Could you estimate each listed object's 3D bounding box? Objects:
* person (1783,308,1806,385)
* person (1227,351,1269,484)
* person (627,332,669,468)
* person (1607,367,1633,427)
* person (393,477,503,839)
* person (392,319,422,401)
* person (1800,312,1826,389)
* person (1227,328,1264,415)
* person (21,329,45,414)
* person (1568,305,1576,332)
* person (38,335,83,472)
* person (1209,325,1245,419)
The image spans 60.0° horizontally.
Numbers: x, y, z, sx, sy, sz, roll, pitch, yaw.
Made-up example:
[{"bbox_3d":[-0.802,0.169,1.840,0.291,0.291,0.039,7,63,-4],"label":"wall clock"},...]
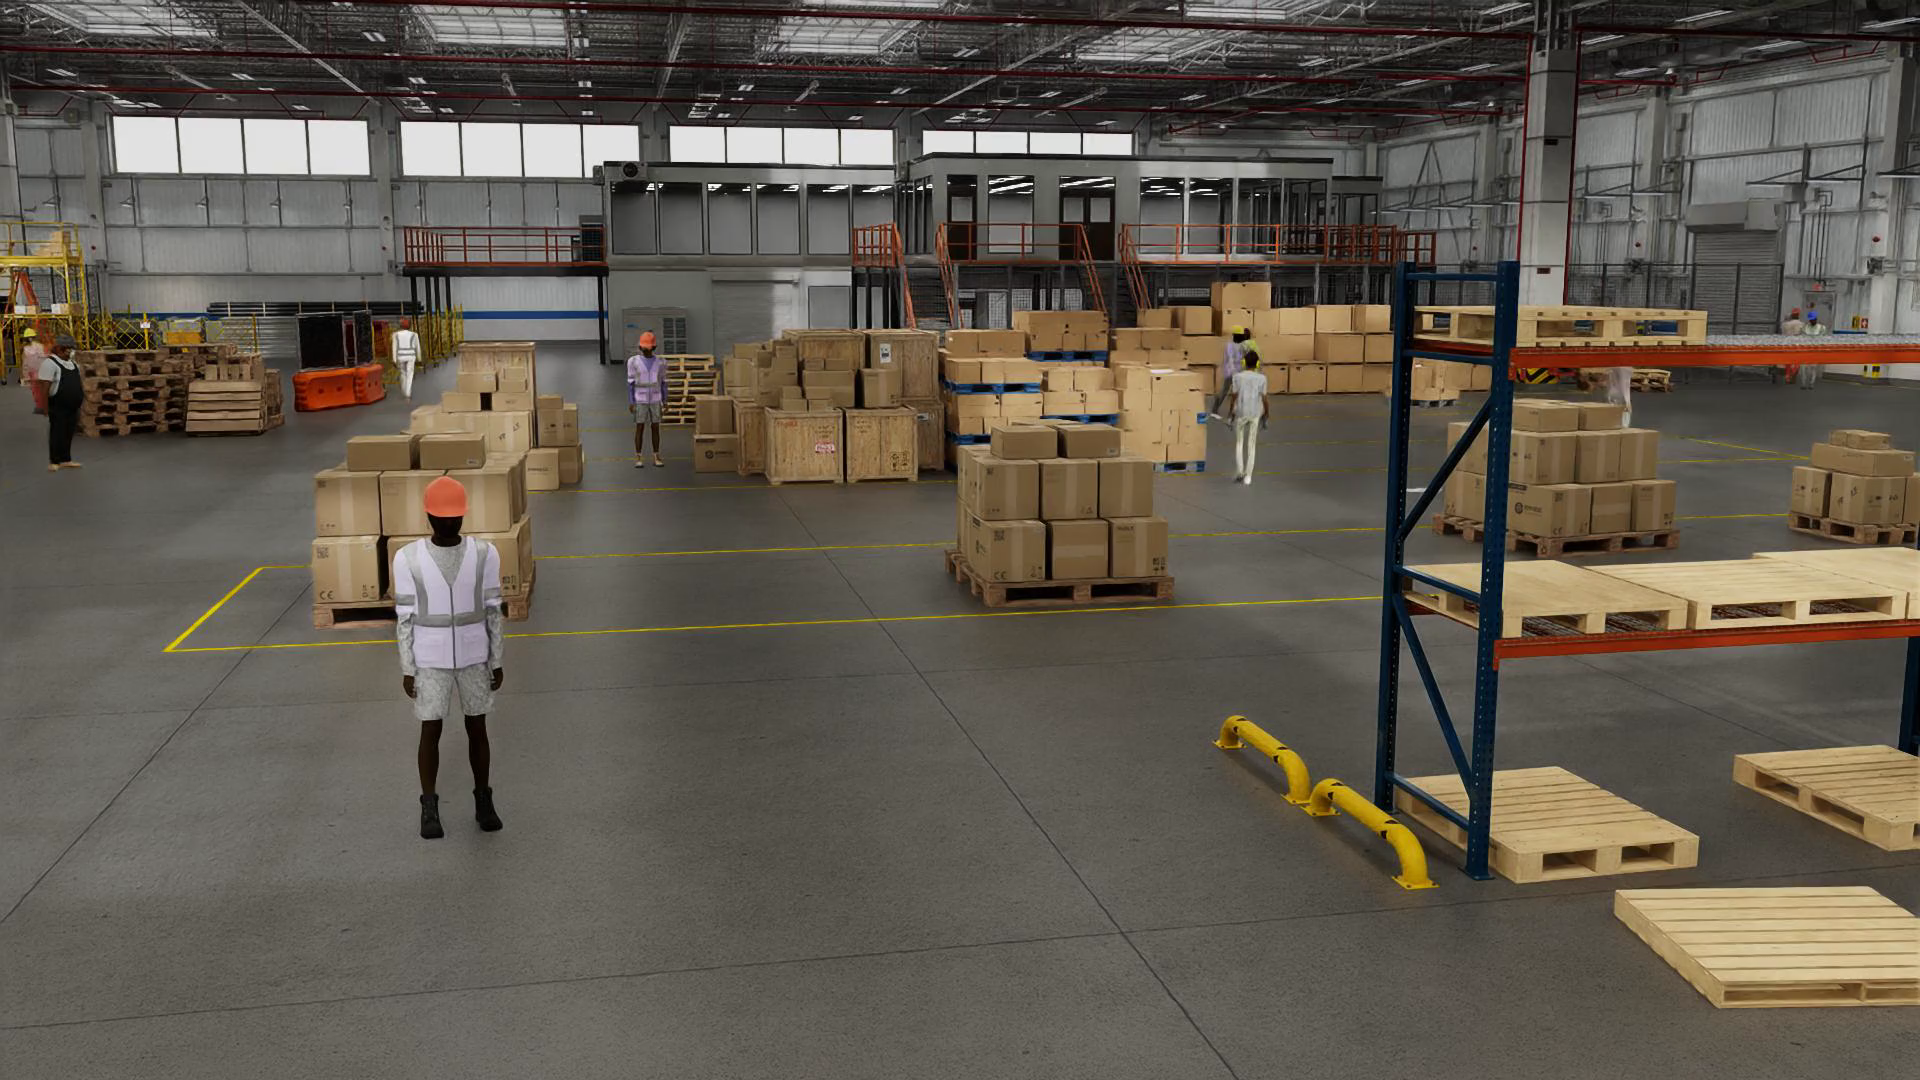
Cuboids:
[{"bbox_3d":[21.302,-4.936,42.501,0.430,1.965,0.618,-9,13,-44],"label":"person"},{"bbox_3d":[4.025,-1.715,23.207,0.577,1.843,0.687,2,9,10],"label":"person"},{"bbox_3d":[-4.667,-2.089,24.932,0.605,2.034,0.392,-4,10,-21],"label":"person"},{"bbox_3d":[10.212,-2.191,25.960,0.635,1.898,0.676,2,9,10],"label":"person"},{"bbox_3d":[-2.670,0.620,8.760,0.542,1.928,0.399,-4,10,-23],"label":"person"},{"bbox_3d":[-12.532,-4.087,37.728,0.580,1.825,1.025,-1,9,-5],"label":"person"},{"bbox_3d":[20.927,-4.641,40.847,0.612,1.906,0.850,5,11,28],"label":"person"},{"bbox_3d":[5.805,-3.374,33.540,0.933,1.796,0.608,7,12,38],"label":"person"},{"bbox_3d":[-18.954,-3.433,33.956,0.555,1.745,0.551,4,10,24],"label":"person"},{"bbox_3d":[17.473,-5.780,47.756,0.374,1.928,0.543,3,10,15],"label":"person"},{"bbox_3d":[-13.271,-2.042,24.624,0.536,2.000,0.746,1,9,5],"label":"person"},{"bbox_3d":[5.368,-3.283,32.723,1.007,1.885,0.588,7,12,36],"label":"person"}]
